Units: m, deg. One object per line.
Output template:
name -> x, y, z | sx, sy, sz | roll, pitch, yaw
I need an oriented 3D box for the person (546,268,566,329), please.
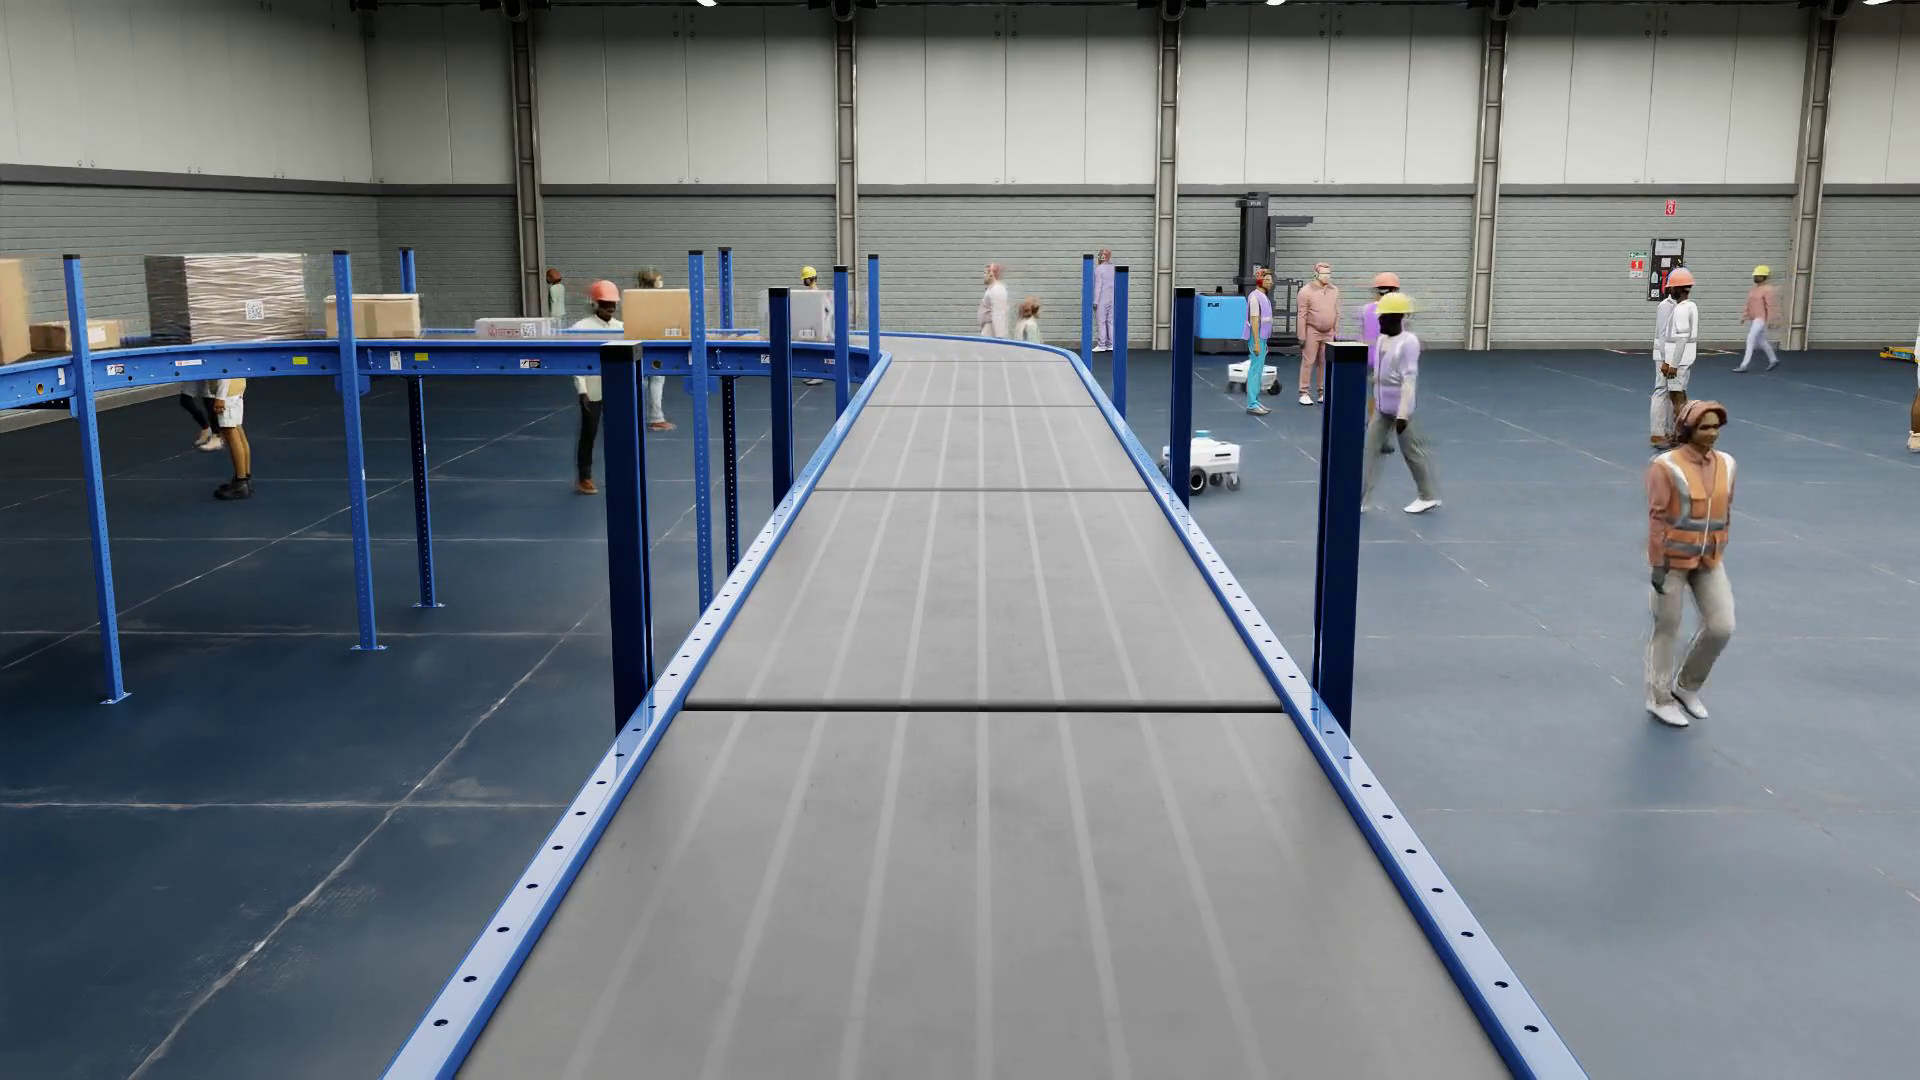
person -> -6.831, -3.773, 28.160 | 0.278, 1.633, 0.499 | 2, 11, 8

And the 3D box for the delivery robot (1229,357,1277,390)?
delivery robot -> 4.161, -2.382, 23.664 | 0.477, 0.478, 0.707 | -8, 13, -35

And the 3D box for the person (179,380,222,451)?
person -> -8.168, -1.798, 17.882 | 0.538, 1.688, 0.369 | 8, 13, 34

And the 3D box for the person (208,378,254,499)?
person -> -6.608, -1.346, 14.910 | 0.376, 1.935, 0.550 | -2, 11, -12

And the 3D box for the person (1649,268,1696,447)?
person -> 7.795, -1.997, 18.230 | 0.387, 1.948, 0.602 | 8, 14, 35

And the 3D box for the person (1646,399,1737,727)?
person -> 3.577, 0.124, 8.155 | 0.527, 1.623, 0.383 | -3, 11, -13

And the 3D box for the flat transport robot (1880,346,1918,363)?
flat transport robot -> 16.776, -3.238, 29.036 | 0.652, 0.197, 1.431 | 0, 11, 1

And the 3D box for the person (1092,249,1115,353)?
person -> 2.670, -4.460, 30.976 | 0.409, 1.911, 0.651 | 9, 14, 40

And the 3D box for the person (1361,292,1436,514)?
person -> 3.651, -1.139, 14.017 | 0.974, 1.880, 0.601 | -4, 12, -18

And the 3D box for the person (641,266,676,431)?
person -> -3.707, -2.238, 19.527 | 0.601, 1.927, 0.627 | -5, 12, -23

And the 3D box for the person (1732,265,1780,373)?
person -> 13.003, -3.594, 26.999 | 0.866, 1.729, 0.523 | -1, 11, -6

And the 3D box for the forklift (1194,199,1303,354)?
forklift -> 5.313, -4.851, 30.603 | 1.873, 2.768, 1.129 | 0, 11, 1

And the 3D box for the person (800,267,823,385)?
person -> -2.231, -3.221, 25.009 | 0.322, 1.761, 0.522 | -3, 11, -14

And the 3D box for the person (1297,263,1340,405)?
person -> 4.811, -2.760, 22.297 | 0.636, 1.898, 0.399 | -5, 12, -24

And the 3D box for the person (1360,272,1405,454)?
person -> 4.515, -1.899, 17.820 | 0.515, 1.905, 0.574 | -8, 14, -36

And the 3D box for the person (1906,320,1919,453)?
person -> 10.440, -1.958, 17.808 | 0.392, 2.033, 0.605 | 6, 12, 28

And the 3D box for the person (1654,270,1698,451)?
person -> 7.742, -1.943, 17.984 | 0.371, 1.933, 0.551 | 7, 13, 32

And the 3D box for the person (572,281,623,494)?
person -> -3.188, -1.338, 14.886 | 0.615, 1.944, 1.045 | -8, 13, -34

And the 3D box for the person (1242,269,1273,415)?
person -> 3.810, -2.538, 21.267 | 0.389, 1.847, 0.566 | 4, 12, 18

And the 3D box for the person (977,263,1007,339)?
person -> 0.499, -2.960, 23.406 | 0.993, 1.866, 0.640 | 2, 11, 10

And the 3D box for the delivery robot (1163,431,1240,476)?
delivery robot -> 2.230, -0.768, 15.370 | 0.707, 0.478, 0.477 | -6, 13, -28

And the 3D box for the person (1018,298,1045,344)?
person -> 0.838, -1.899, 18.597 | 0.877, 1.590, 0.534 | -3, 11, -13
